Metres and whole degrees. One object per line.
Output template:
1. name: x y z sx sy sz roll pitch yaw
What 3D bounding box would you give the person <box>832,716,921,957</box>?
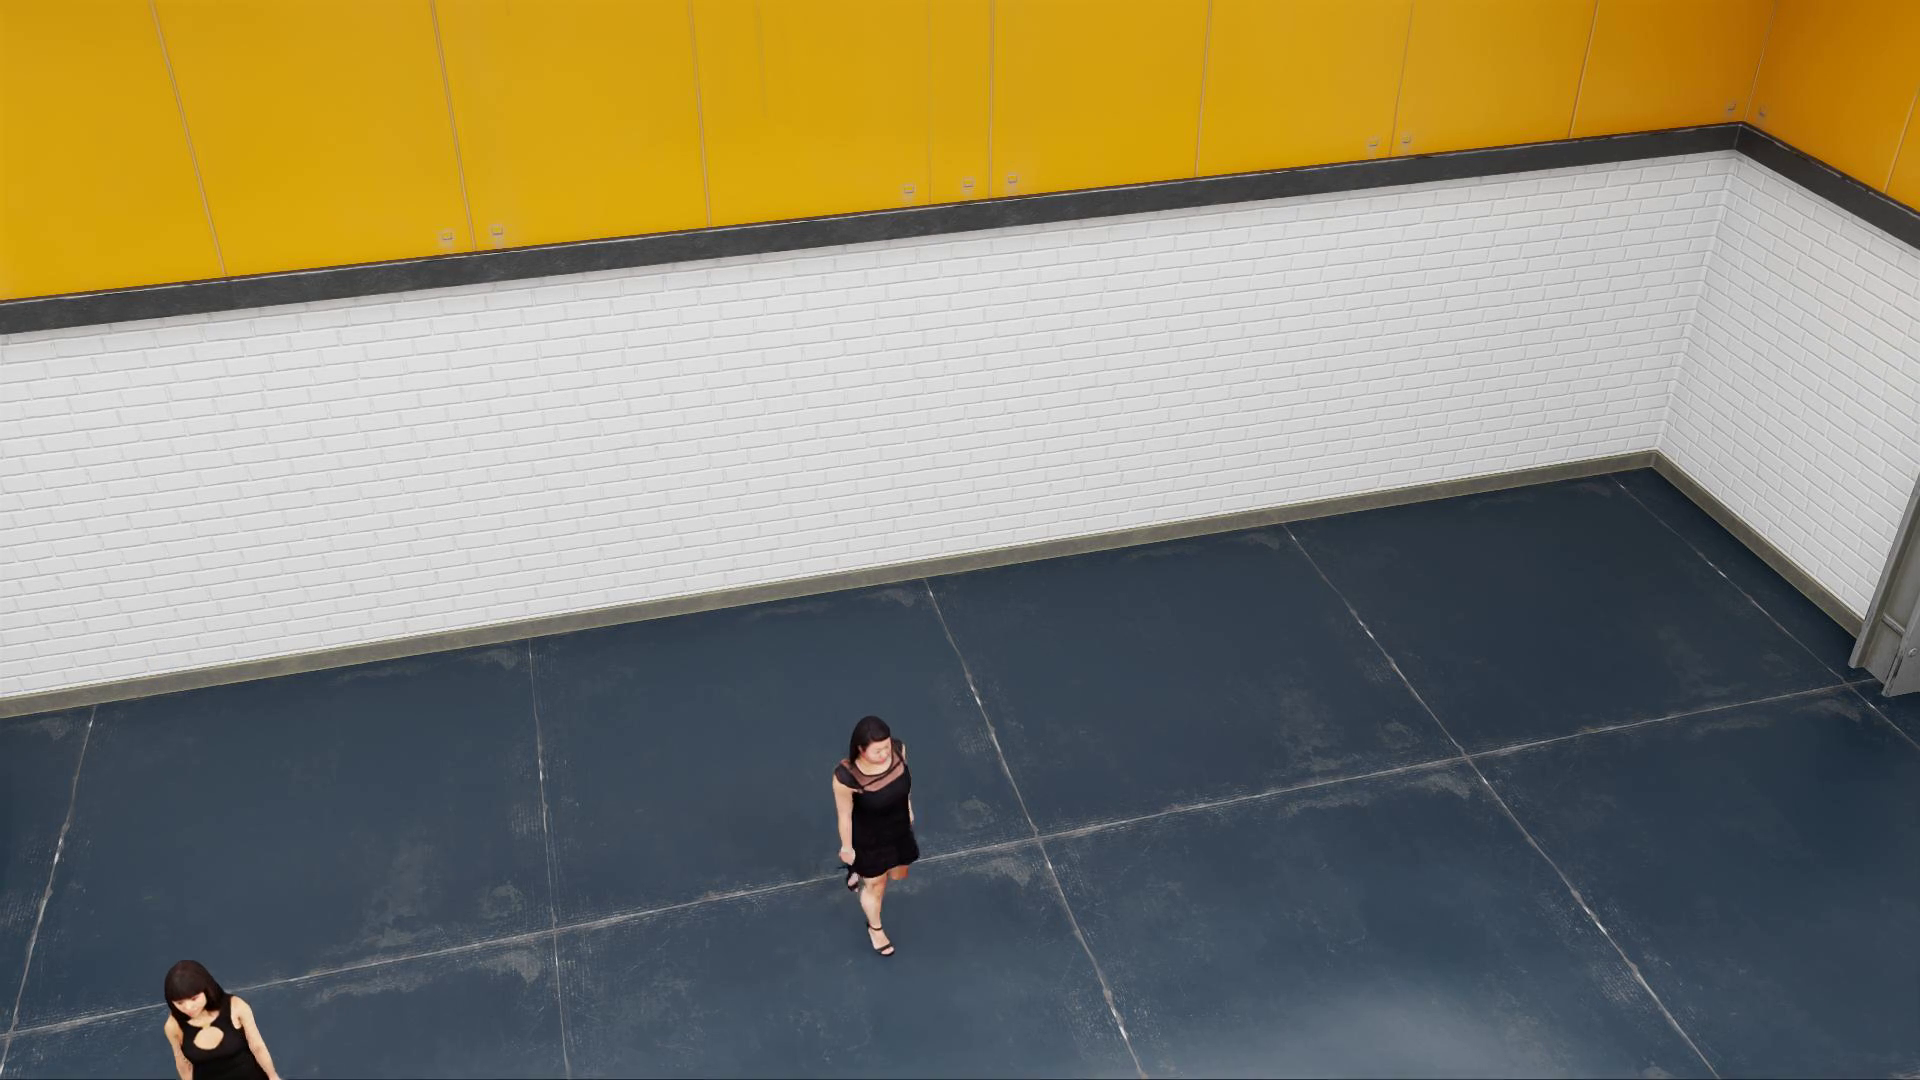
1. person: -0.523 1.607 9.355 0.867 1.705 0.957 -28 43 -35

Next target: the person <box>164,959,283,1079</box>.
1. person: -3.484 2.560 7.988 0.615 1.631 0.875 -11 35 -17
